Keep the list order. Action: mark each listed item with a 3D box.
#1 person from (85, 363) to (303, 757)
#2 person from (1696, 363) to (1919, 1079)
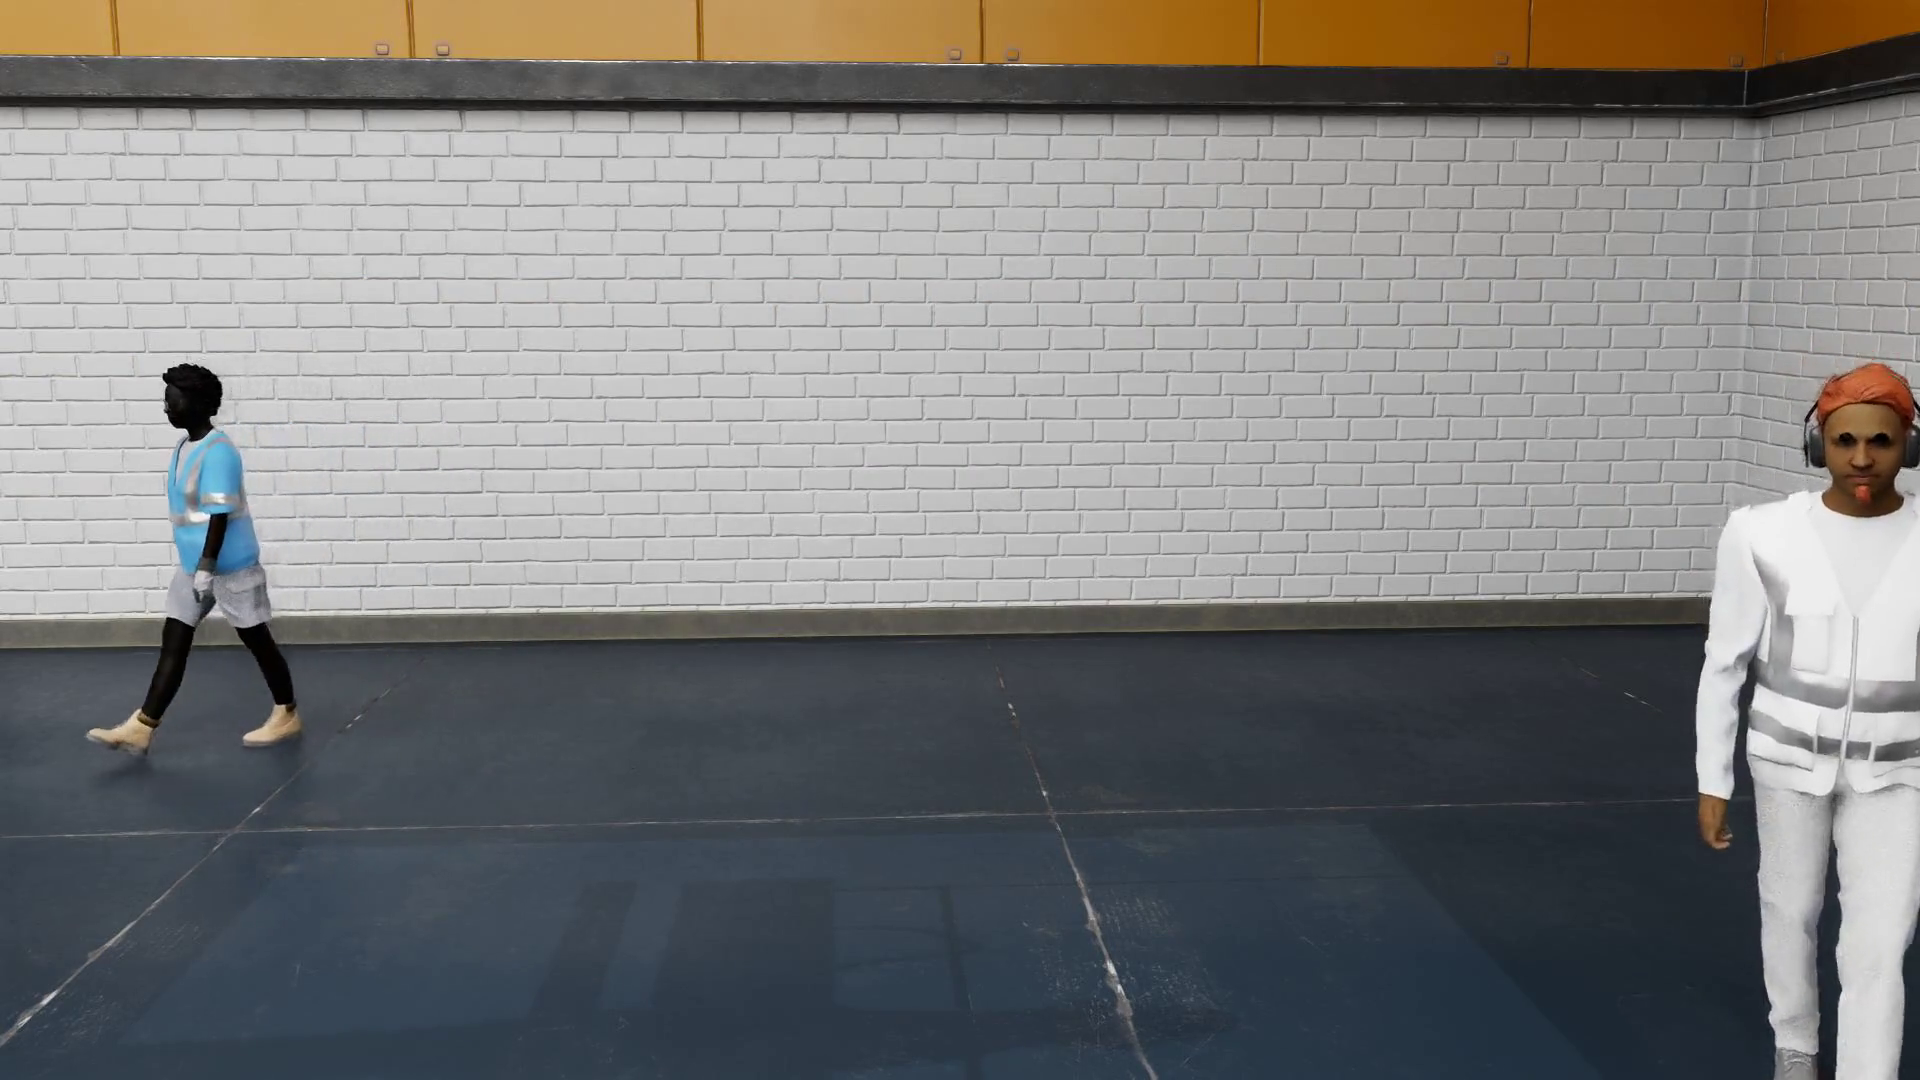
[{"bbox_3d":[-3.194,0.099,6.927,0.857,1.645,0.556,-9,12,-43],"label":"person"},{"bbox_3d":[1.953,0.529,3.704,0.590,1.823,0.998,5,10,26],"label":"person"}]
